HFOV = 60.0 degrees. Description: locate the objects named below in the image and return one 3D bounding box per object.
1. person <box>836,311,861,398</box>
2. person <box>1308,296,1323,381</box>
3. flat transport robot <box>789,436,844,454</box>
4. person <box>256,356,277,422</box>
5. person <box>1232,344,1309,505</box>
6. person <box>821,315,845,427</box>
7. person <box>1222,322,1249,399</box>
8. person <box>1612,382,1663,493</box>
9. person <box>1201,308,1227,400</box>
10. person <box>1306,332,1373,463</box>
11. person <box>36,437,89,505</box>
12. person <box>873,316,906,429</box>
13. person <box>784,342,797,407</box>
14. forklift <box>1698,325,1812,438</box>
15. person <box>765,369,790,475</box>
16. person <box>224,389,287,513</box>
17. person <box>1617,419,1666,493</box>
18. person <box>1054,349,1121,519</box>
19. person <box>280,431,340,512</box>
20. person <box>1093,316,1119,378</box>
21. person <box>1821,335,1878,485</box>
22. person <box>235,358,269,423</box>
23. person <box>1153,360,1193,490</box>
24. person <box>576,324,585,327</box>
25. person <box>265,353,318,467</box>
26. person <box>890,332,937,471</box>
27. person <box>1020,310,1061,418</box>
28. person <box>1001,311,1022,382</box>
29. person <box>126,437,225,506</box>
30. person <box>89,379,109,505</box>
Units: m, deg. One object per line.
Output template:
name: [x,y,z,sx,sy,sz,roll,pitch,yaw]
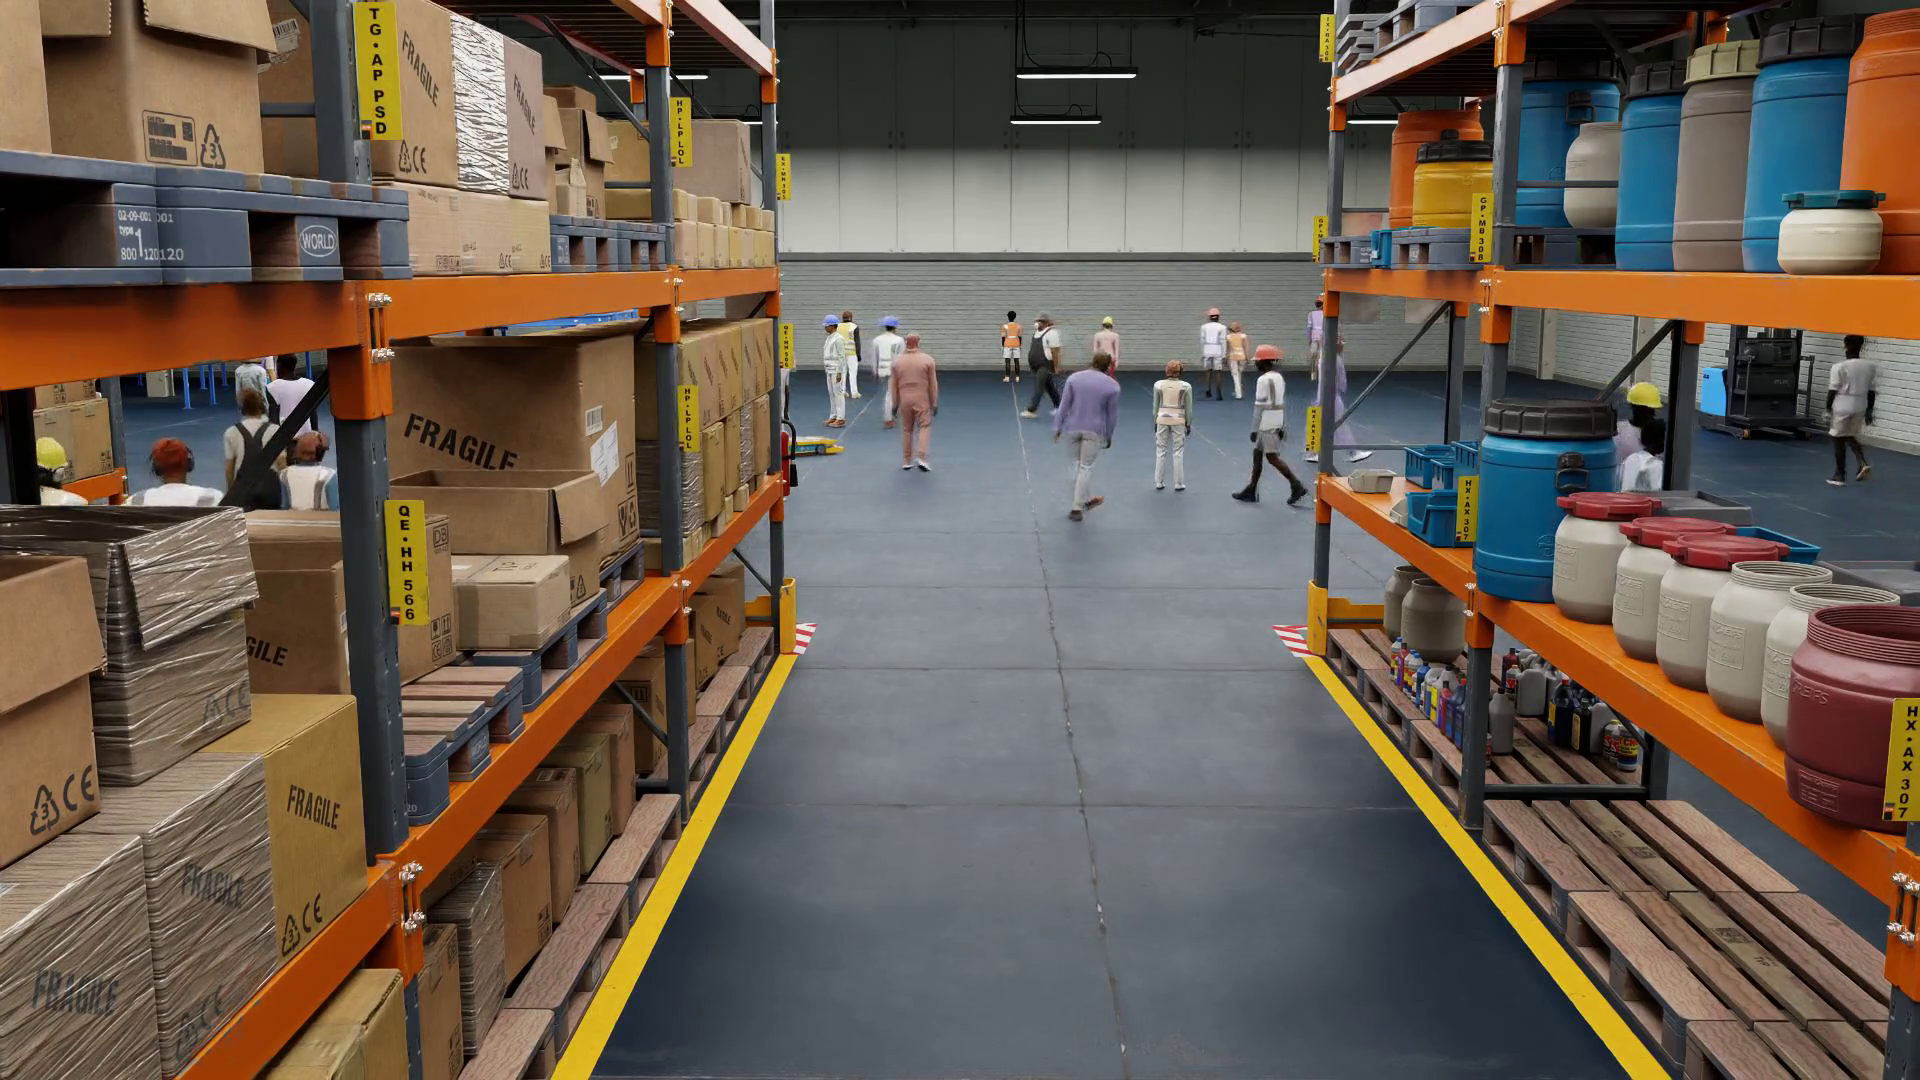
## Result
person: [-2.379,-3.931,35.237,0.627,1.832,0.428,5,11,28]
person: [8.695,-4.859,40.169,0.605,2.035,0.389,7,12,37]
flat transport robot: [-2.519,-1.403,24.869,1.431,0.197,0.652,-6,11,-34]
person: [-10.490,-2.246,25.077,0.567,1.846,0.389,6,11,34]
person: [3.723,-1.374,19.737,0.948,1.899,0.548,6,11,31]
person: [-2.201,-2.942,28.954,0.403,1.943,0.615,-4,10,-25]
person: [5.778,-3.773,34.949,0.536,1.595,0.729,-2,10,-10]
person: [5.408,-0.318,13.370,0.603,1.905,0.453,-4,10,-24]
person: [5.293,-3.882,34.683,0.560,1.908,0.508,4,10,22]
person: [5.395,-2.017,23.637,0.950,1.860,0.679,0,9,0]
person: [-5.466,0.295,9.953,0.602,1.810,0.654,-1,10,-6]
person: [-1.148,-2.910,28.805,0.631,1.921,0.661,6,11,32]
person: [-3.480,-3.433,32.861,0.516,1.607,0.602,-7,12,-35]
forklift: [13.248,-3.165,27.620,1.129,2.768,1.873,0,9,1]
person: [-2.424,-1.653,21.456,0.513,1.872,0.328,-8,12,-40]
person: [-5.965,-0.389,14.152,0.520,1.781,1.019,-2,10,-14]
person: [5.325,-0.116,12.890,0.865,1.636,0.608,-1,9,-3]
person: [1.472,-1.204,18.762,0.690,1.874,0.859,4,10,25]
person: [-4.816,0.008,12.258,0.543,1.617,0.564,3,10,15]
person: [3.014,-3.728,34.239,0.532,1.744,0.620,1,10,4]
person: [11.396,-1.668,21.301,0.615,1.950,0.479,-2,10,-10]
person: [-9.749,-1.846,22.989,0.492,1.742,0.323,2,10,14]
person: [2.672,-1.449,20.957,0.508,1.629,0.318,3,10,19]
person: [-5.844,-2.406,25.878,0.638,1.902,0.406,-3,10,-17]
person: [-7.163,-1.083,17.889,0.383,1.921,0.596,6,11,33]
person: [-0.620,-1.913,22.952,0.648,1.920,0.406,2,10,14]
person: [1.565,-3.281,30.826,1.058,2.000,0.684,-5,10,-25]
person: [1.233,-4.621,39.757,0.539,1.696,0.317,-3,10,-19]
person: [-4.567,0.315,9.782,0.595,1.850,0.956,-1,10,-8]
person: [-8.880,-0.885,16.977,0.591,1.829,0.404,3,10,15]
